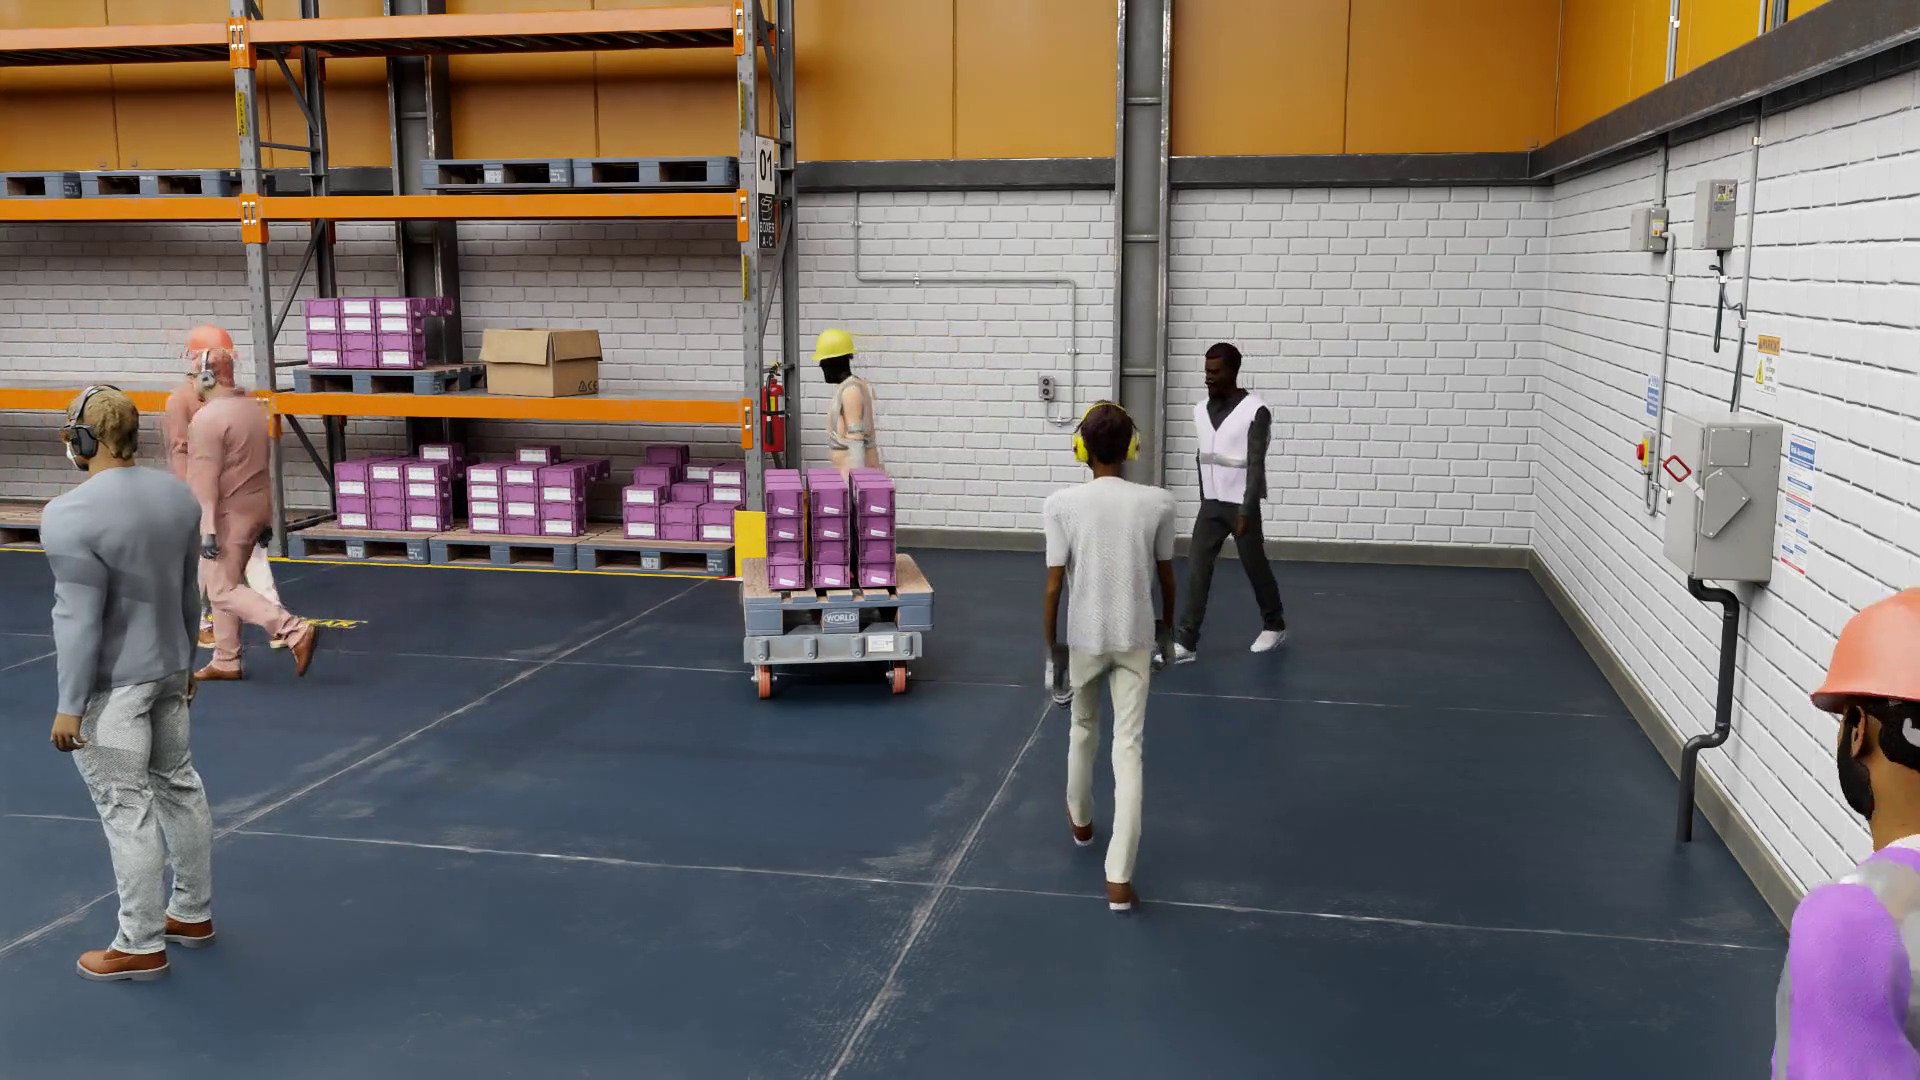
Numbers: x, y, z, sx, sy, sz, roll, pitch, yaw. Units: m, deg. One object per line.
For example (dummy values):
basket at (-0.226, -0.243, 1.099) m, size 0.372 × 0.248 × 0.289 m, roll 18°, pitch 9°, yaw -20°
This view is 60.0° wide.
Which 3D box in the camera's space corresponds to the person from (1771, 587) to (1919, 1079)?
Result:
person at (1.275, 1.022, 2.203) m, size 0.554 × 1.887 × 0.591 m, roll -4°, pitch 10°, yaw -25°

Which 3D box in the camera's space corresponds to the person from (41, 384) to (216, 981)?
person at (-2.710, 0.463, 5.424) m, size 0.356 × 1.938 × 0.638 m, roll 2°, pitch 10°, yaw 11°

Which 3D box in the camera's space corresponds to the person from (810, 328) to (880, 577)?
person at (-0.735, -0.437, 10.948) m, size 0.475 × 1.901 × 0.634 m, roll 0°, pitch 9°, yaw 0°

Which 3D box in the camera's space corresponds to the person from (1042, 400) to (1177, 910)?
person at (0.563, 0.387, 6.254) m, size 0.515 × 1.817 × 0.991 m, roll 1°, pitch 9°, yaw 4°

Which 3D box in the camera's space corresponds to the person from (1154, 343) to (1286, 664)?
person at (1.597, -0.220, 9.769) m, size 0.990 × 1.877 × 0.606 m, roll -8°, pitch 12°, yaw -40°

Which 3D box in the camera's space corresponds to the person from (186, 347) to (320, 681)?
person at (-3.930, -0.120, 9.117) m, size 0.722 × 1.874 × 0.652 m, roll 0°, pitch 9°, yaw -2°

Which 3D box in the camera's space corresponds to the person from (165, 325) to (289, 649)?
person at (-4.338, -0.285, 9.880) m, size 0.973 × 1.946 × 0.643 m, roll 4°, pitch 10°, yaw 25°
